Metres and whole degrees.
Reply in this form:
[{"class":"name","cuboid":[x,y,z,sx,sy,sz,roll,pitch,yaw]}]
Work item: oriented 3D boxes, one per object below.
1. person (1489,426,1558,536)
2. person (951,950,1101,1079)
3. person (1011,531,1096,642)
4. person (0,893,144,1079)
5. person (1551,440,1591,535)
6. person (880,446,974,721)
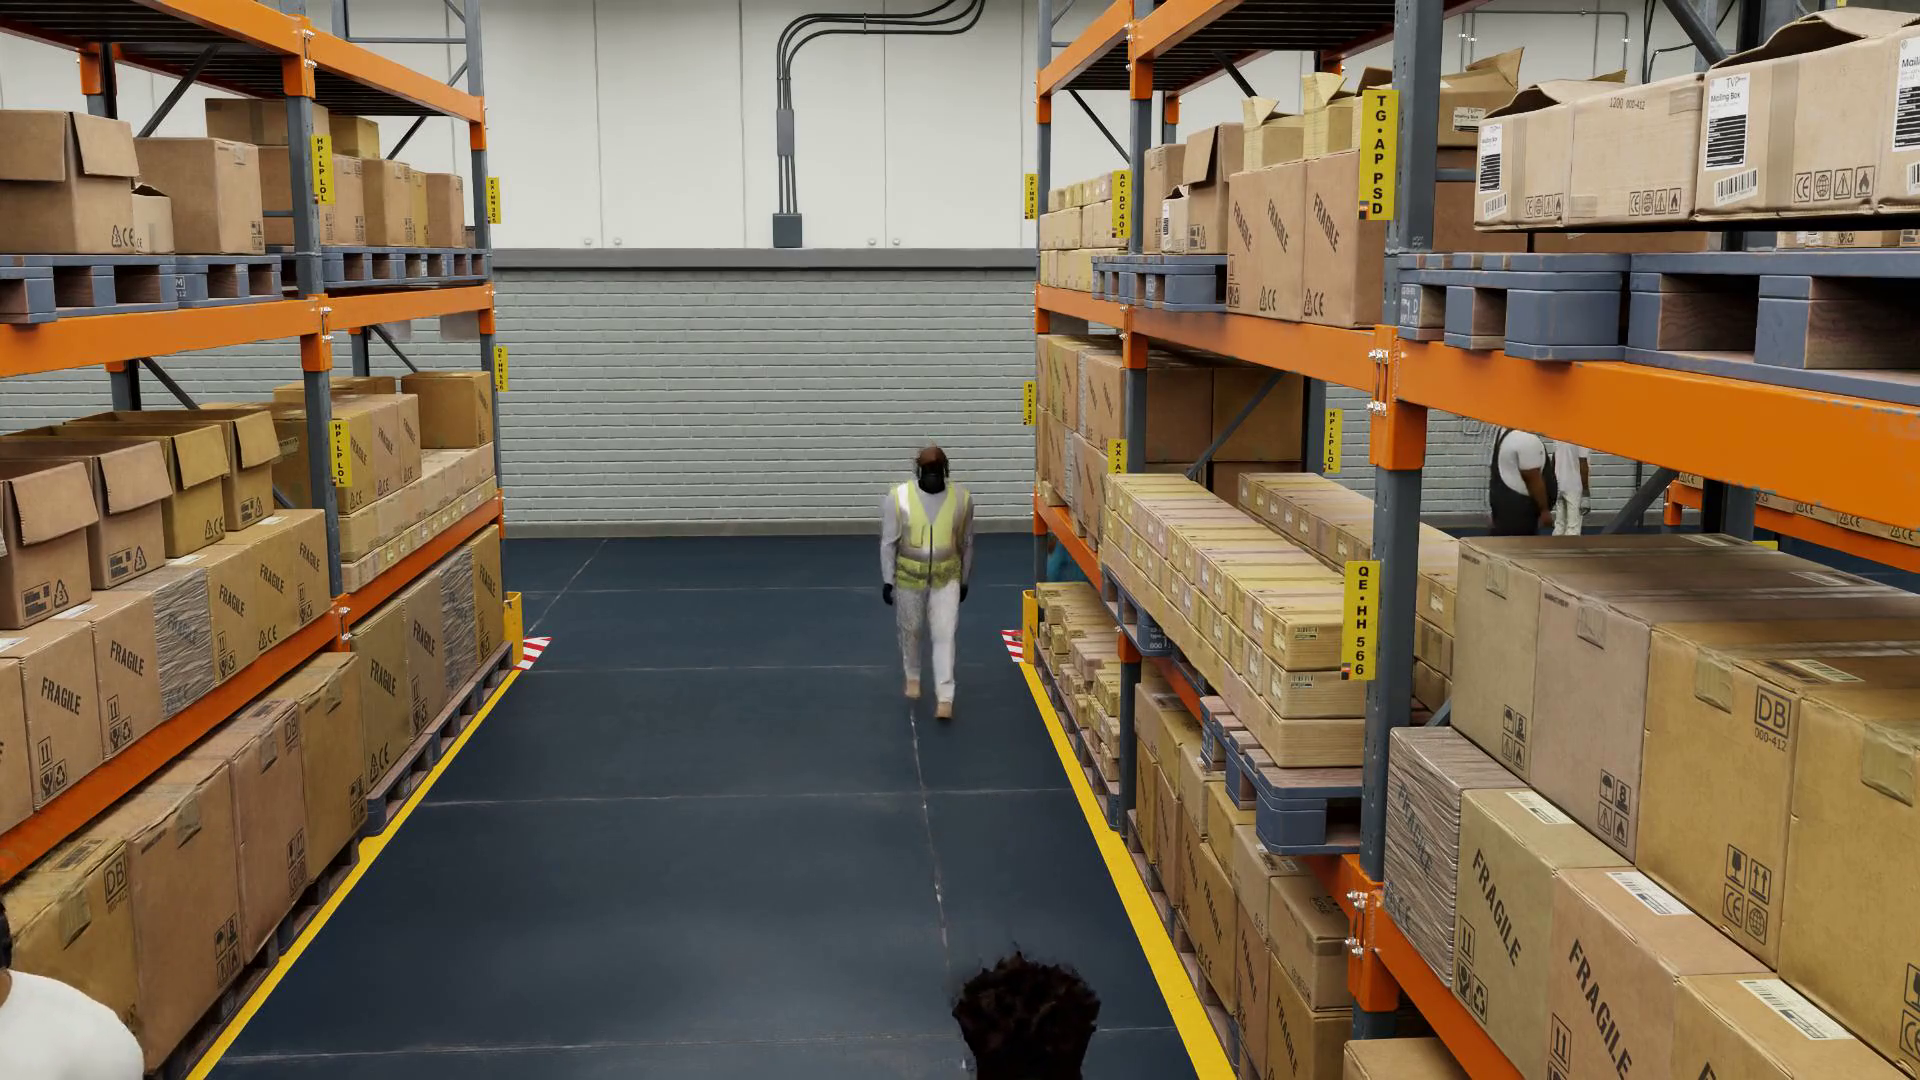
[{"class":"person","cuboid":[4.665,-0.333,13.903,1.035,2.000,0.679,1,10,4]},{"class":"person","cuboid":[0.117,1.598,2.790,0.638,1.953,0.498,-2,10,-12]},{"class":"person","cuboid":[0.906,-0.060,12.998,0.919,1.803,0.565,0,10,-2]},{"class":"person","cuboid":[-1.909,1.556,3.204,0.661,1.893,0.976,0,10,-1]},{"class":"person","cuboid":[5.517,-0.431,15.000,0.311,1.864,0.533,-2,10,-12]},{"class":"person","cuboid":[-0.217,0.261,11.167,0.638,1.798,0.983,-1,10,-5]}]
